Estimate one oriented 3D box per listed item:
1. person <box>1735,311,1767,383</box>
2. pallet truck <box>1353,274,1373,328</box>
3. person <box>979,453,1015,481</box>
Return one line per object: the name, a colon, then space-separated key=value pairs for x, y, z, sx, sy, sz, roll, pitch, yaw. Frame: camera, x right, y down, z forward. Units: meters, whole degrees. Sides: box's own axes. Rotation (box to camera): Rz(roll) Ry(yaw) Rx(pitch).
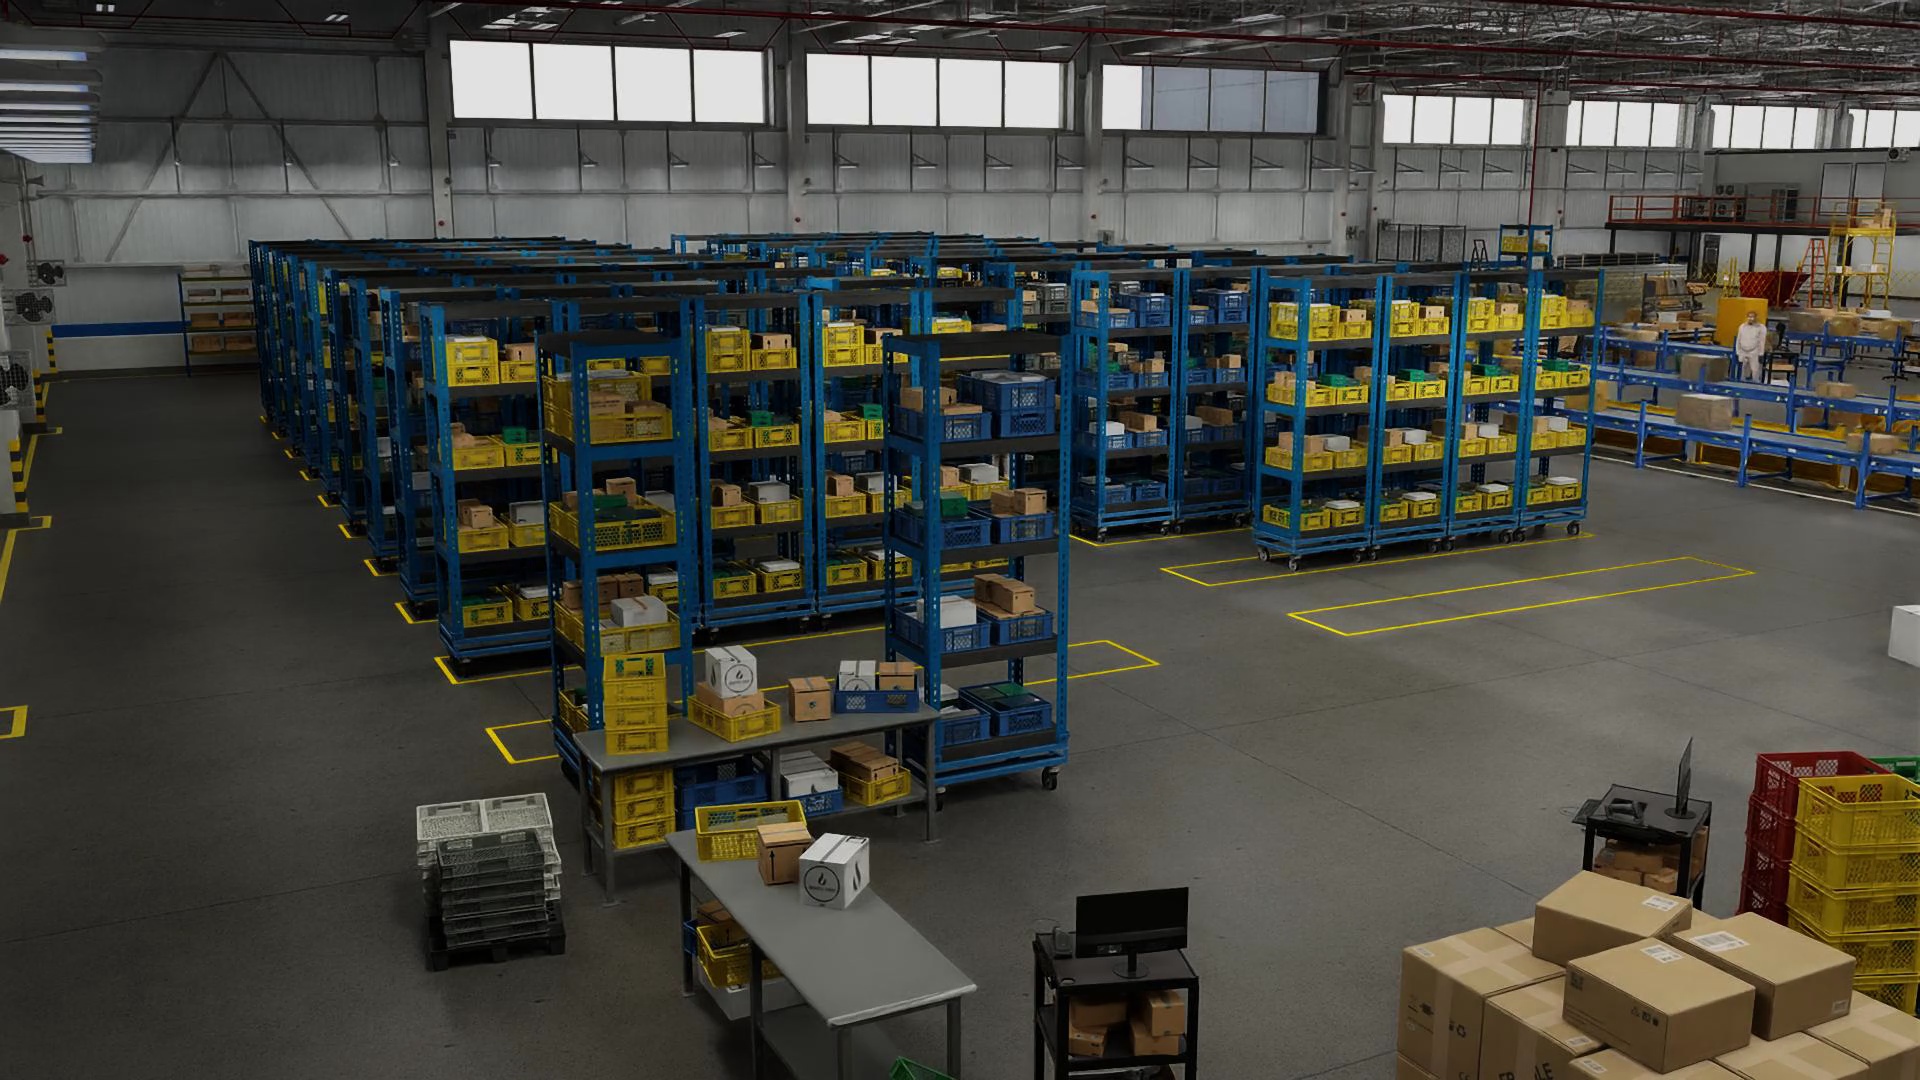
person: x=17.884 y=-4.243 z=37.688 sx=0.397 sy=1.897 sz=0.640 roll=-10 pitch=16 yaw=-39
pallet truck: x=13.011 y=-8.050 z=55.243 sx=0.823 sy=1.965 sz=1.885 roll=-7 pitch=14 yaw=-28
person: x=0.574 y=-1.285 z=23.606 sx=0.623 sy=1.991 sz=0.390 roll=0 pitch=12 yaw=-1
